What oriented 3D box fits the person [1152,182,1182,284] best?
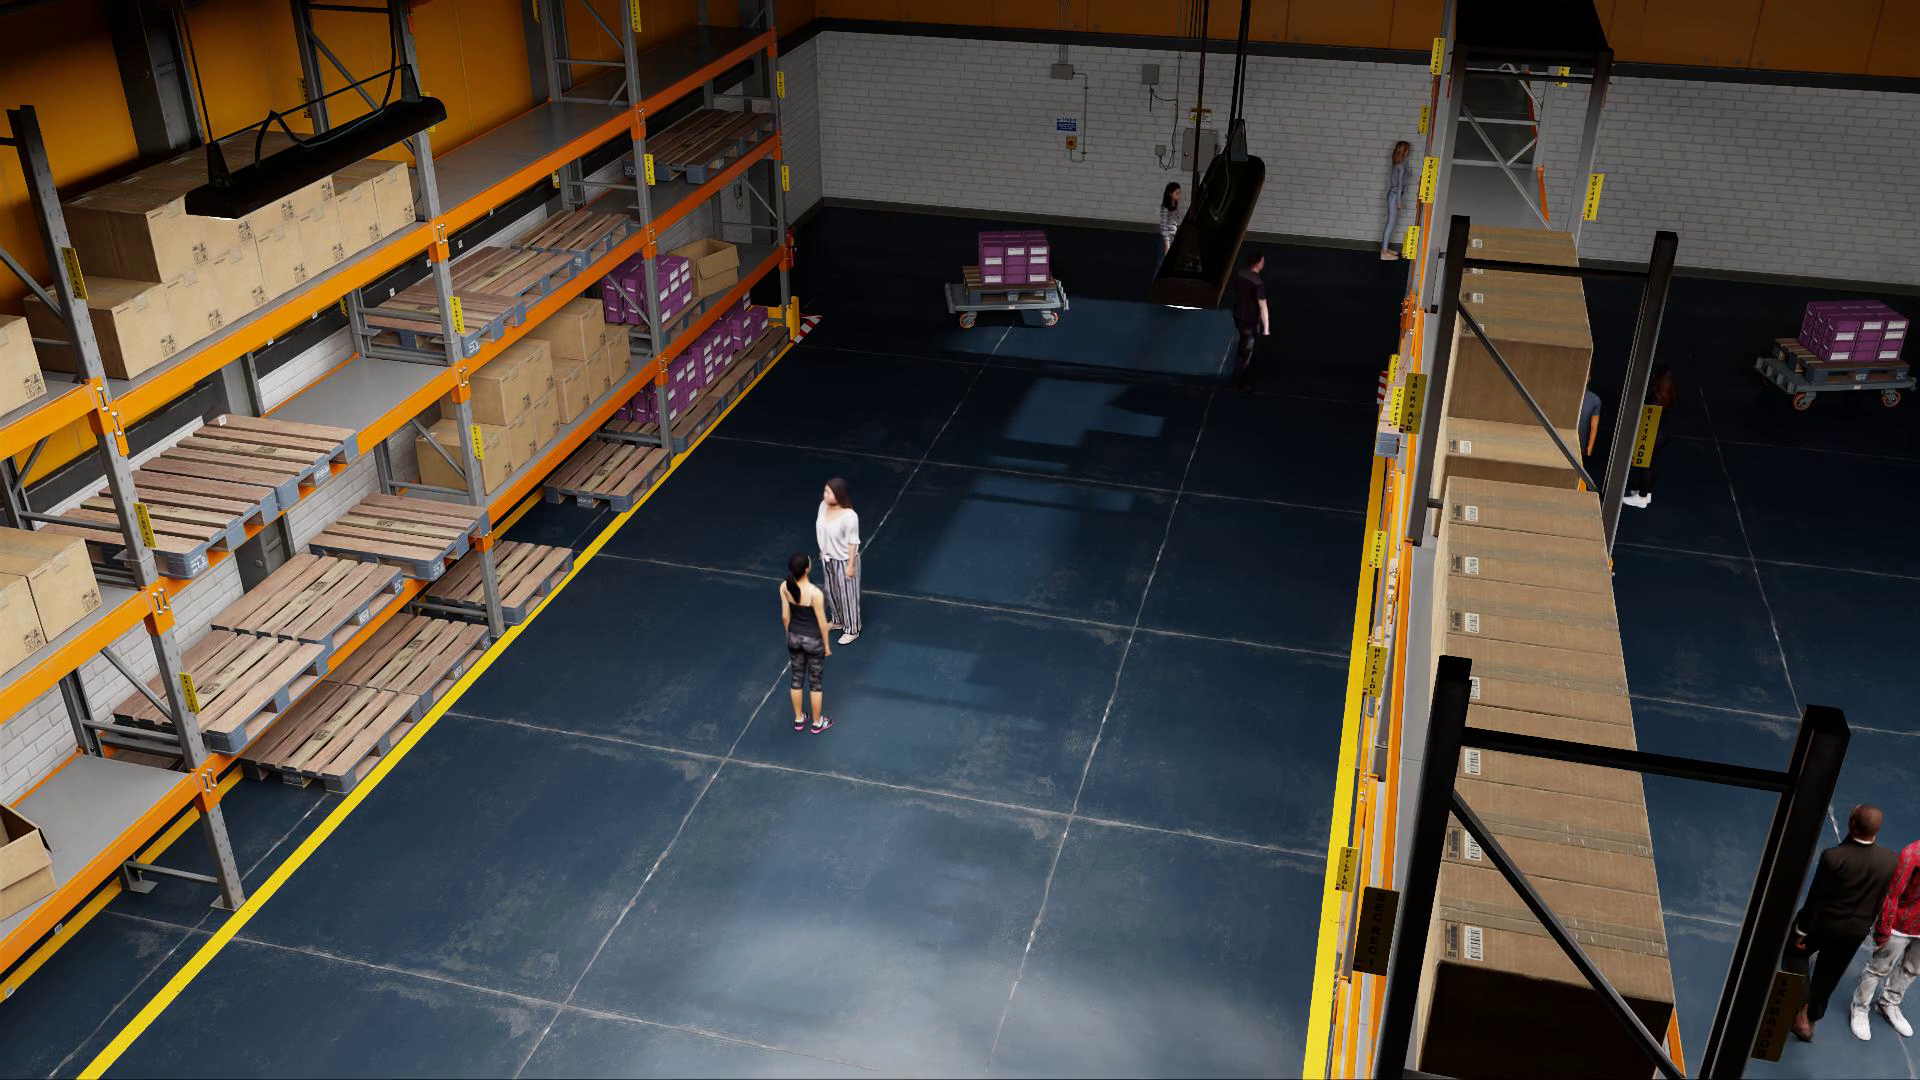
[{"bbox_3d":[2.831,-4.150,23.332,0.856,1.767,0.893,17,33,29],"label":"person"}]

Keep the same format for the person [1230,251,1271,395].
[{"bbox_3d":[3.482,-2.680,20.568,0.920,1.833,0.826,-11,30,-19],"label":"person"}]

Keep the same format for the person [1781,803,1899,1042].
[{"bbox_3d":[5.755,2.575,10.875,0.754,1.890,0.781,3,29,5],"label":"person"}]

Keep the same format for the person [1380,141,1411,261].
[{"bbox_3d":[6.560,-5.137,25.111,0.677,1.795,0.501,3,29,5],"label":"person"}]

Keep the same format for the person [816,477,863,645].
[{"bbox_3d":[-1.121,0.166,15.512,0.814,1.679,0.787,-22,36,-35],"label":"person"}]

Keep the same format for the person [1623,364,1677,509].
[{"bbox_3d":[7.480,-1.128,17.926,0.767,1.639,0.675,25,37,38],"label":"person"}]

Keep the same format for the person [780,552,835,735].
[{"bbox_3d":[-1.320,0.869,14.170,0.597,1.729,0.582,12,31,20],"label":"person"}]

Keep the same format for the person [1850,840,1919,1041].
[{"bbox_3d":[6.337,2.518,11.054,0.733,1.819,0.687,-2,29,-4],"label":"person"}]
